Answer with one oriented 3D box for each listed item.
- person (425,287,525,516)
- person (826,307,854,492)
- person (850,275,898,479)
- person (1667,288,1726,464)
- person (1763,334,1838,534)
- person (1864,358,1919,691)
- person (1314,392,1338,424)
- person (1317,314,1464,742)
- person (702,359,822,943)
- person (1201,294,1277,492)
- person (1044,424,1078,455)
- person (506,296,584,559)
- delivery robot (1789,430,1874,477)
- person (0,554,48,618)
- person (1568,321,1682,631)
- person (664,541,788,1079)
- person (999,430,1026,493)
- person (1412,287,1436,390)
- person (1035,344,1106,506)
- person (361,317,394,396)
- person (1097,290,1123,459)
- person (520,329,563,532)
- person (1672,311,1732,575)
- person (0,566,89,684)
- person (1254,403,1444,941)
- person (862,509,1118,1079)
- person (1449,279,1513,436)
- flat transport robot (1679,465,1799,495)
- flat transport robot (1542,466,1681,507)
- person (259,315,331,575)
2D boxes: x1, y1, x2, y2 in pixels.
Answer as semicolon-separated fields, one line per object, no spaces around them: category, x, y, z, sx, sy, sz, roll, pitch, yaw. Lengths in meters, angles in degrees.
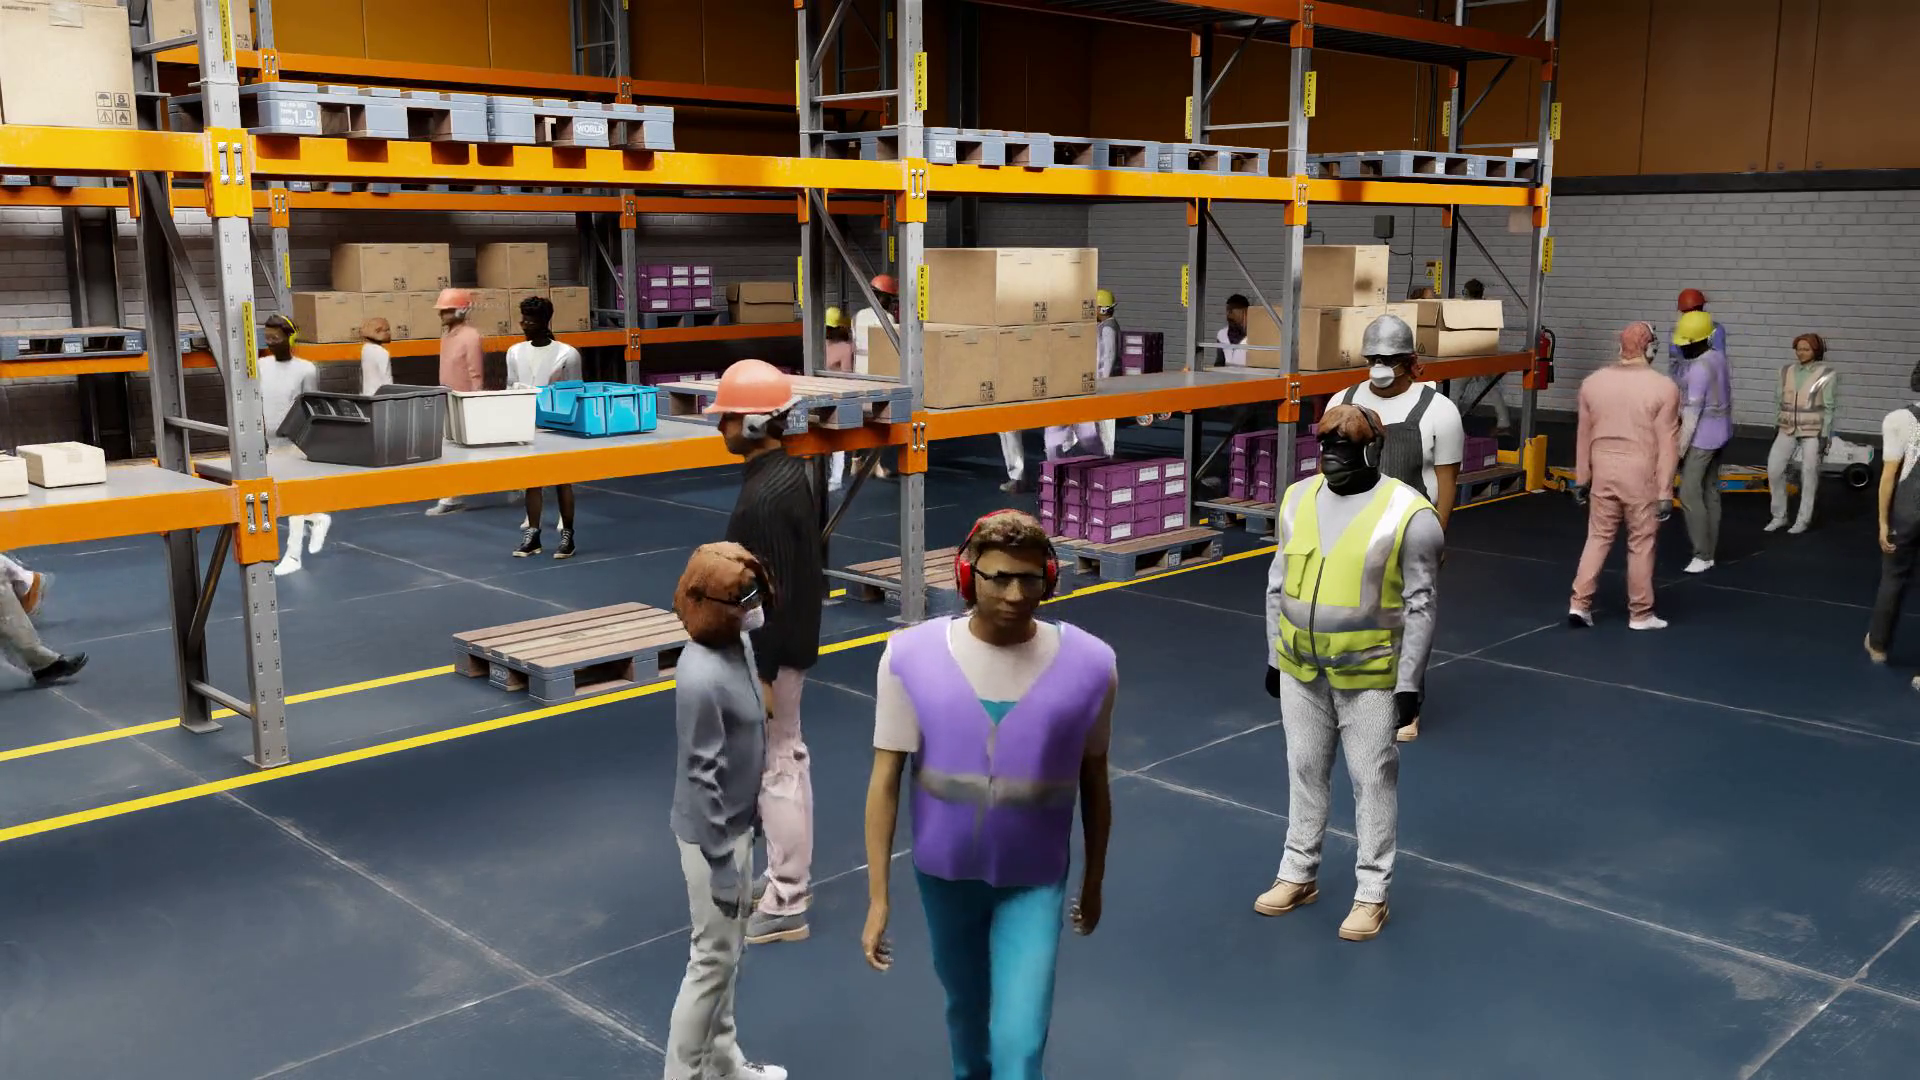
person;-4.226;-1.199;14.407;0.829;1.975;0.622;-10;14;-43
person;-1.210;-1.304;15.542;0.557;1.741;0.388;10;14;43
person;-0.848;-1.626;16.594;0.497;2.017;0.651;-10;14;-42
person;7.189;-1.501;16.210;0.579;1.904;0.688;10;14;43
person;6.709;-0.837;13.325;0.524;1.617;0.545;-7;13;-34
person;5.192;-0.116;8.957;0.505;1.800;0.984;4;11;20
person;3.698;-1.466;16.411;0.347;1.761;0.527;-7;12;-32
person;2.006;-0.057;7.953;0.682;2.000;0.537;6;12;29
person;-0.667;0.376;5.715;0.394;1.991;0.623;0;10;0
person;2.660;-1.386;15.705;1.037;1.850;0.580;-7;13;-35
person;1.094;-1.855;18.218;0.442;1.874;0.765;-3;11;-17
person;-3.098;-0.836;12.413;0.608;1.963;0.369;2;11;13
delivery robot;8.299;-0.810;15.858;0.707;0.478;0.477;4;11;22
person;-5.989;-0.351;9.904;0.639;1.916;0.785;9;14;42
person;4.050;-0.371;10.121;0.503;1.925;0.670;-8;13;-36
person;-0.651;0.795;4.484;0.354;1.614;0.535;0;10;2
person;0.421;-1.348;15.546;0.661;1.844;0.649;4;11;23
person;5.043;-1.838;18.214;0.429;1.843;0.622;8;13;38
person;1.021;-1.266;15.050;0.645;1.862;0.943;8;13;37
person;-5.611;-1.354;16.171;0.342;1.618;0.528;-9;14;-41
person;1.513;-1.725;17.616;0.404;1.831;0.600;1;10;3
person;-3.381;-0.909;13.532;0.540;1.697;0.317;1;10;4
person;5.318;-0.703;11.942;0.387;1.876;0.692;8;13;38
person;-5.222;-0.070;8.754;0.946;1.782;0.589;-6;12;-30
person;1.316;0.447;5.754;0.629;1.843;0.429;9;14;41
person;0.081;0.803;3.964;0.579;1.788;1.015;1;10;4
person;6.197;-2.178;19.976;1.038;1.890;0.649;8;13;39
flat transport robot;6.976;-0.564;15.547;1.431;0.197;0.652;0;10;-3
flat transport robot;5.958;-0.497;15.181;0.652;0.197;1.431;-1;10;-7
person;-4.811;-0.703;11.990;0.535;1.853;0.653;3;11;18
